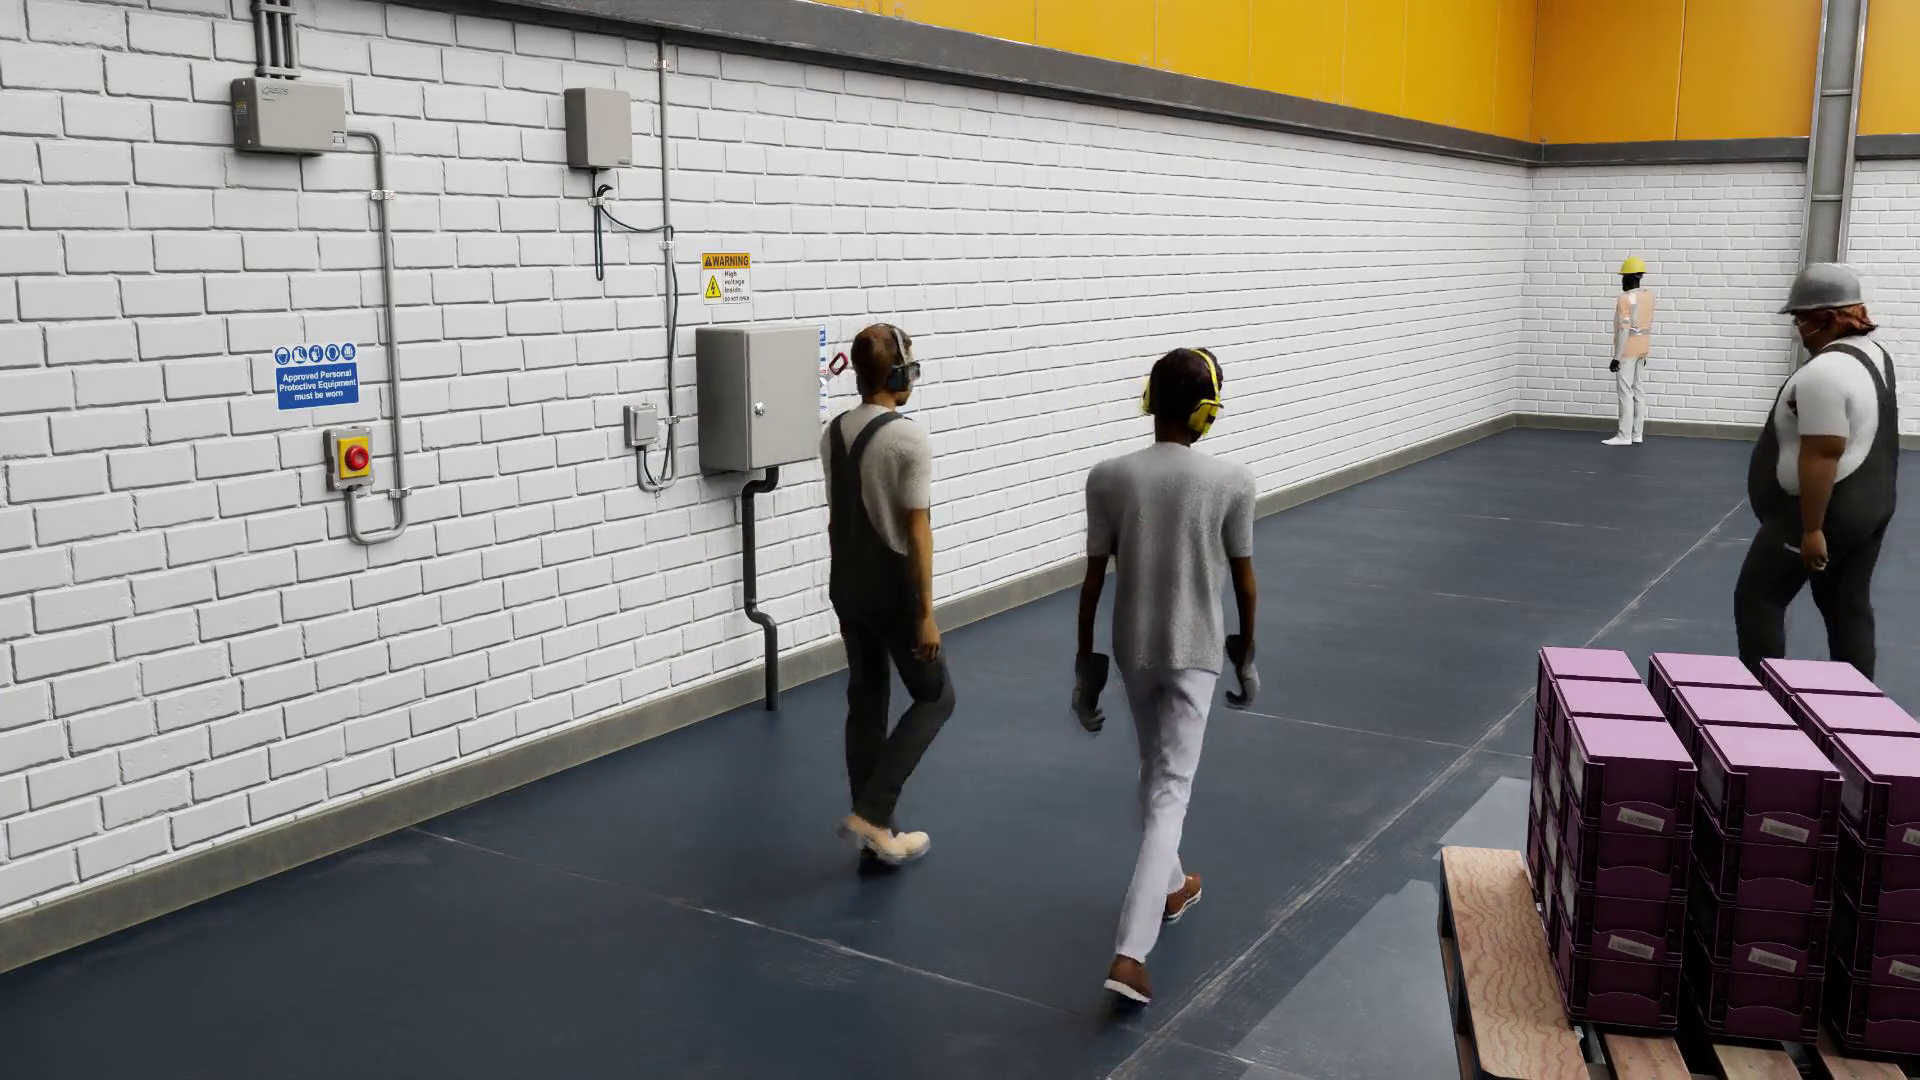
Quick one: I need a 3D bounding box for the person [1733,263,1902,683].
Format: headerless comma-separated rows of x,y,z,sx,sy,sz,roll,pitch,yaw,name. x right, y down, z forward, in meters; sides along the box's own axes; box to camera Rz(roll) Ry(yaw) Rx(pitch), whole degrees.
3.472,-0.143,6.859,0.710,2.000,0.746,-8,13,-38,person

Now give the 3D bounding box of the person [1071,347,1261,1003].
0.576,0.356,4.769,0.490,1.814,1.030,5,11,24,person

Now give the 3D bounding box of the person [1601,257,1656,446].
6.853,-1.925,17.049,0.595,1.925,0.374,-8,13,-39,person

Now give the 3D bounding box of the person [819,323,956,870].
-0.234,0.206,5.506,0.394,1.832,0.549,-10,14,-44,person
